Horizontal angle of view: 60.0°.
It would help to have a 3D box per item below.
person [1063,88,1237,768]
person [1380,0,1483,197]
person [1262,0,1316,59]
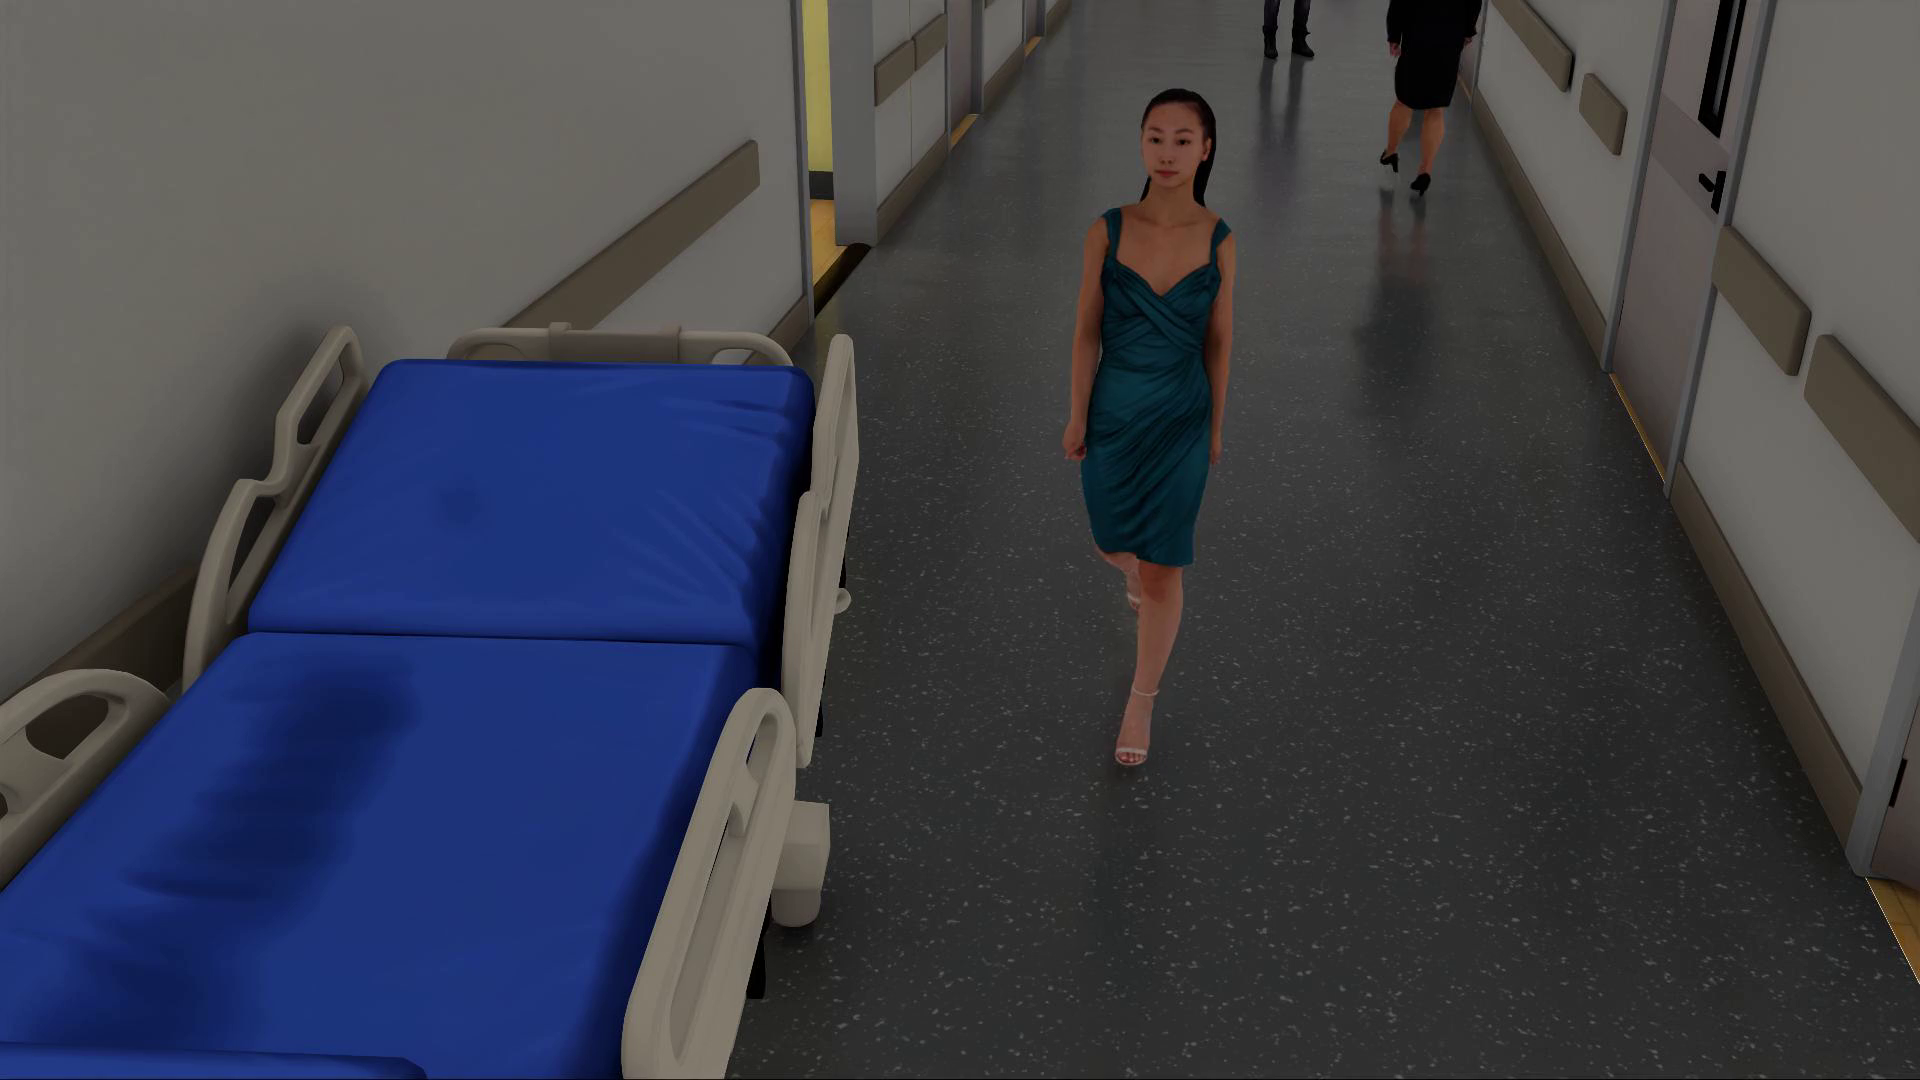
[{"bbox_3d":[0.480,-0.298,4.267,0.951,1.660,0.645,6,26,11],"label":"person"},{"bbox_3d":[2.687,-2.775,9.424,0.902,1.643,0.801,3,26,6],"label":"person"},{"bbox_3d":[2.770,-4.954,13.725,0.665,1.832,0.797,-6,26,-12],"label":"person"}]
